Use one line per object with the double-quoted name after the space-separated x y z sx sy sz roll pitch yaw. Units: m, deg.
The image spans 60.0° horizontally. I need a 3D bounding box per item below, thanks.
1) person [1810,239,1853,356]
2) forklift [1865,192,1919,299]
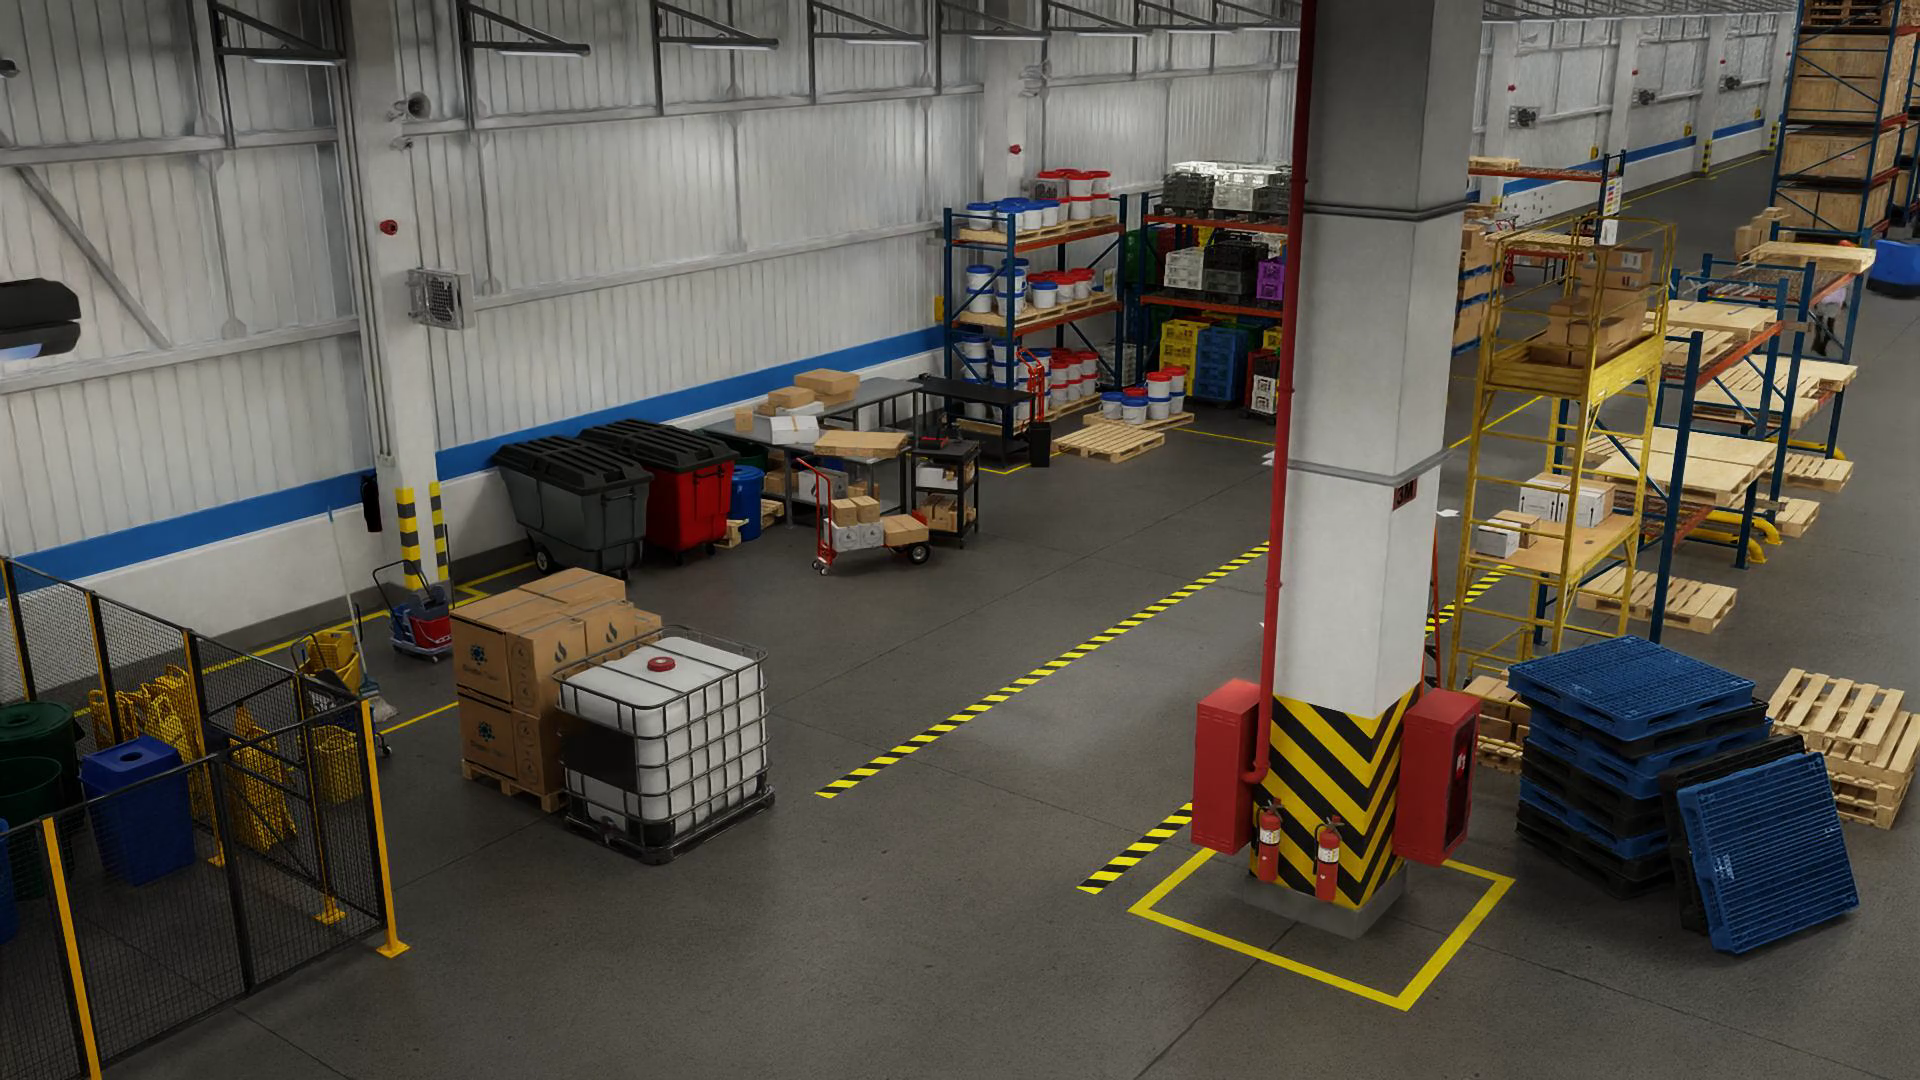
14.353 -3.987 27.376 0.554 1.903 0.462 6 19 17 "person"
19.152 -6.220 32.657 1.873 2.768 1.129 -3 18 -10 "forklift"
